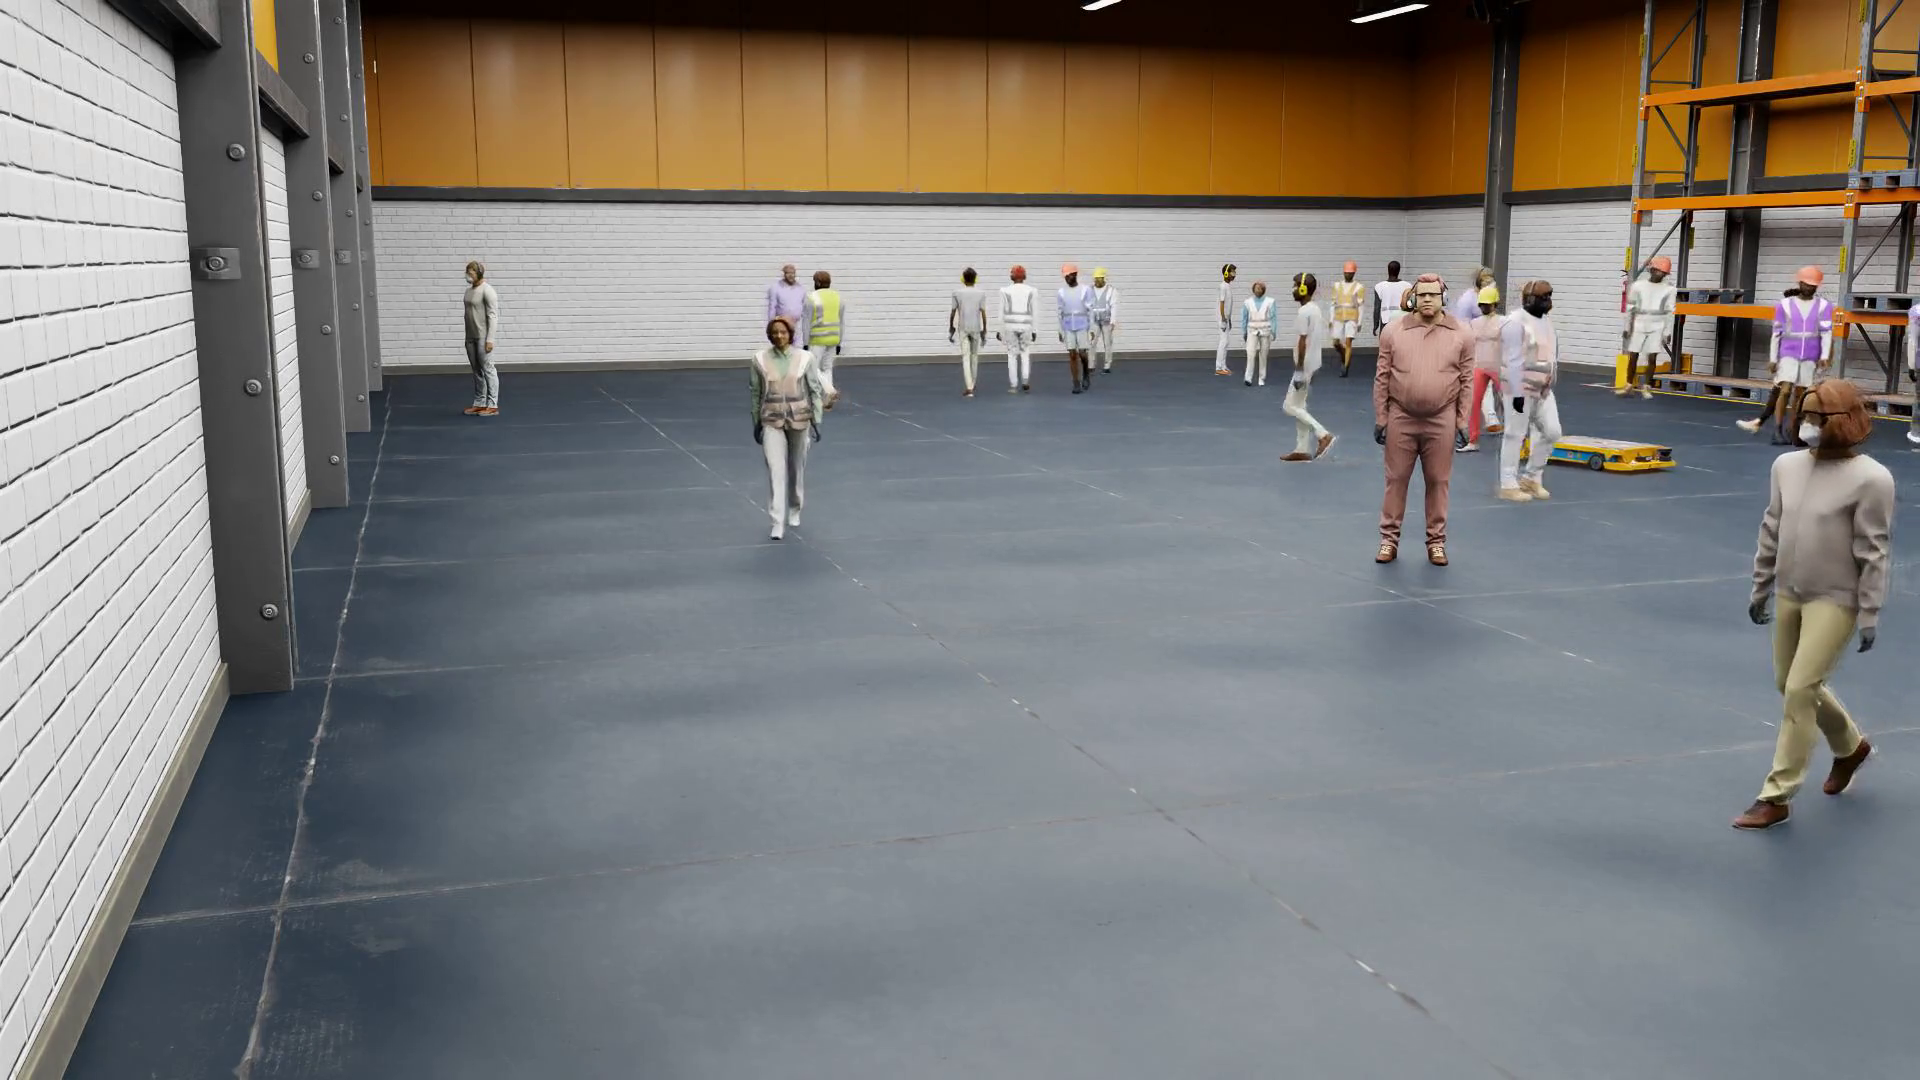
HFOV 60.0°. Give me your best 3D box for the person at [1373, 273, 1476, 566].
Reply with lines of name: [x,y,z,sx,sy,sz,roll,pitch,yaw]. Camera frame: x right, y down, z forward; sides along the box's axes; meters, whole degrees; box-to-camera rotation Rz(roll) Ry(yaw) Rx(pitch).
person: [3.027,-0.782,10.897,0.636,1.911,0.405,3,10,15]

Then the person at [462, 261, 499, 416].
person: [-6.036,-2.527,20.908,0.627,1.940,0.371,9,13,43]

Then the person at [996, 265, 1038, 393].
person: [0.835,-3.087,24.370,0.588,1.868,0.448,-2,10,-9]

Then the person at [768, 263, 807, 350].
person: [-2.723,-3.426,26.300,0.651,1.883,0.813,-4,11,-22]

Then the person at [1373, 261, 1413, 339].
person: [6.614,-3.302,25.446,0.590,1.922,0.391,0,10,2]

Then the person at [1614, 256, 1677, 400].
person: [9.577,-2.938,23.132,0.680,1.992,0.529,5,11,28]

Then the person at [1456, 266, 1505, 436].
person: [5.755,-2.080,18.467,0.633,1.885,0.920,-6,12,-32]

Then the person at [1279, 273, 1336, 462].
person: [3.375,-1.661,16.144,0.478,1.852,0.540,4,11,24]

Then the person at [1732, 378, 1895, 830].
person: [3.109,0.215,5.993,0.756,1.608,0.513,-3,10,-19]

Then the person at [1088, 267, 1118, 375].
person: [2.317,-3.630,27.676,0.605,1.798,0.807,4,11,22]

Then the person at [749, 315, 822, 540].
person: [-1.269,-0.844,12.169,0.525,1.597,0.854,-1,10,-5]

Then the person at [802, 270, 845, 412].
person: [-1.731,-2.535,21.281,0.643,1.822,0.539,-9,13,-43]

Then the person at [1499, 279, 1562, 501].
person: [4.685,-1.212,13.641,0.631,1.825,0.495,-7,12,-37]

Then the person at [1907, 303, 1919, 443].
person: [10.237,-1.894,17.464,0.594,1.866,1.045,3,10,19]

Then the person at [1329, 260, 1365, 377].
person: [6.383,-3.648,27.430,0.571,1.925,0.557,5,11,29]

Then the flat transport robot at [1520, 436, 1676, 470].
flat transport robot: [6.065,-0.850,16.021,0.652,0.197,1.431,-6,12,-32]

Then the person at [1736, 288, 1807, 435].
person: [9.144,-1.951,18.396,0.898,1.639,0.553,7,12,34]

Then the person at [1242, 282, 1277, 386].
person: [4.568,-3.136,25.417,0.529,1.595,0.841,3,10,15]

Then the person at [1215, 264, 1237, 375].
person: [4.458,-3.688,27.888,0.330,1.856,0.527,3,10,18]

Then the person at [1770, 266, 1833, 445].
person: [8.881,-1.927,17.549,0.550,1.901,0.773,3,10,17]

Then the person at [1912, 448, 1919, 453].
person: [10.208,-1.757,16.824,0.802,1.816,0.587,4,11,24]

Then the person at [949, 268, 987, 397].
person: [0.113,-2.986,23.894,0.523,1.818,0.977,-1,10,-7]

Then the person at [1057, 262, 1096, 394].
person: [1.685,-3.076,24.155,0.586,1.913,0.477,4,10,20]

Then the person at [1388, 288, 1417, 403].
person: [5.298,-2.163,19.684,0.499,1.633,0.286,1,10,5]

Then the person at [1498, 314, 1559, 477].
person: [5.141,-1.358,15.090,0.504,1.614,0.354,3,10,16]

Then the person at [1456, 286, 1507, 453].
person: [5.517,-1.769,17.187,0.929,1.709,0.533,-9,13,-41]
